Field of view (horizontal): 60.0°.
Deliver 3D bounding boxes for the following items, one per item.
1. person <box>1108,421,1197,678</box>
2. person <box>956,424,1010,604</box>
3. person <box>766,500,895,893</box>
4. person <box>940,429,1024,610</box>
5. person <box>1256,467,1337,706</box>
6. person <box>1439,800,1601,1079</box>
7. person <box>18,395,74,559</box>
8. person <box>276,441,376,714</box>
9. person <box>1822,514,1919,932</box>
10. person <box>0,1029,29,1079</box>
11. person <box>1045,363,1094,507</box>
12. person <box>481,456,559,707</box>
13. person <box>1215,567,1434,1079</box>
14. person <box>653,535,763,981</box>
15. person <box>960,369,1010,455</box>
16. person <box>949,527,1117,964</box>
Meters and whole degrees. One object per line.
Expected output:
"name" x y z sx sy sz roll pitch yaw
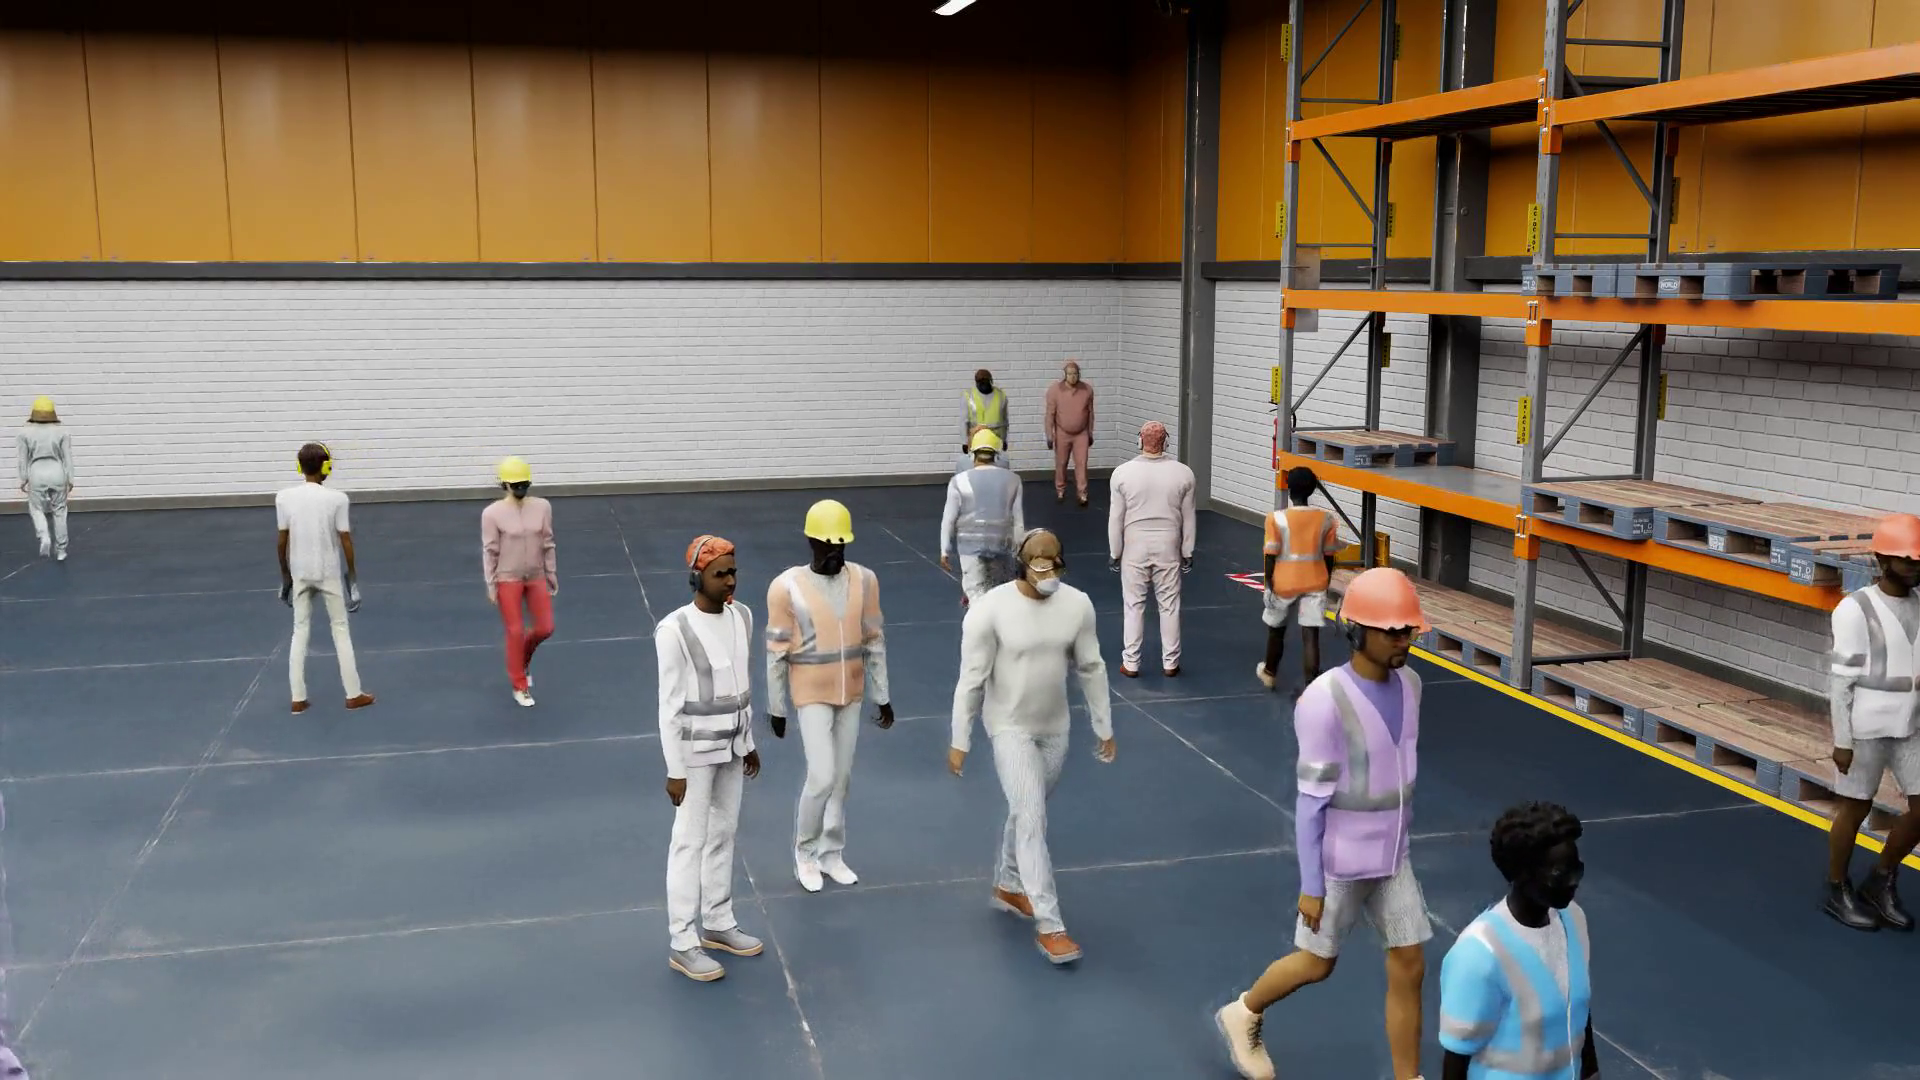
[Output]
"person" 1.412 0.073 12.285 0.651 1.906 0.409 0 9 -1
"person" 0.198 -0.230 15.026 0.507 1.633 0.278 1 9 5
"person" -0.610 0.752 8.037 0.595 1.913 0.471 -7 11 -37
"person" 0.145 0.046 12.759 0.622 1.795 0.800 -2 9 -14
"person" 2.335 0.311 11.566 0.553 1.646 0.861 -1 9 -6
"person" 1.495 1.477 4.294 0.549 1.642 0.858 -8 12 -42
"person" -9.456 -0.632 17.230 0.509 1.729 0.461 -5 10 -29
"person" -4.378 0.250 11.332 0.554 1.865 0.350 0 9 -1
"person" 4.150 0.834 7.461 0.568 1.922 0.523 -3 9 -16
"person" -3.195 1.283 4.894 0.643 1.857 0.988 6 11 34
"person" 1.421 -1.370 21.498 0.662 1.848 0.942 -1 9 -7
"person" -3.048 0.273 11.516 0.539 1.744 0.457 -8 12 -40
"person" 1.335 1.062 5.821 0.621 2.012 0.983 -7 12 -38
"person" -1.065 0.912 7.120 0.346 1.882 0.578 5 10 29
"person" 0.322 -1.242 20.839 0.651 1.789 0.939 -1 9 -7
"person" 0.363 0.874 7.330 0.738 1.880 0.954 -5 11 -30
